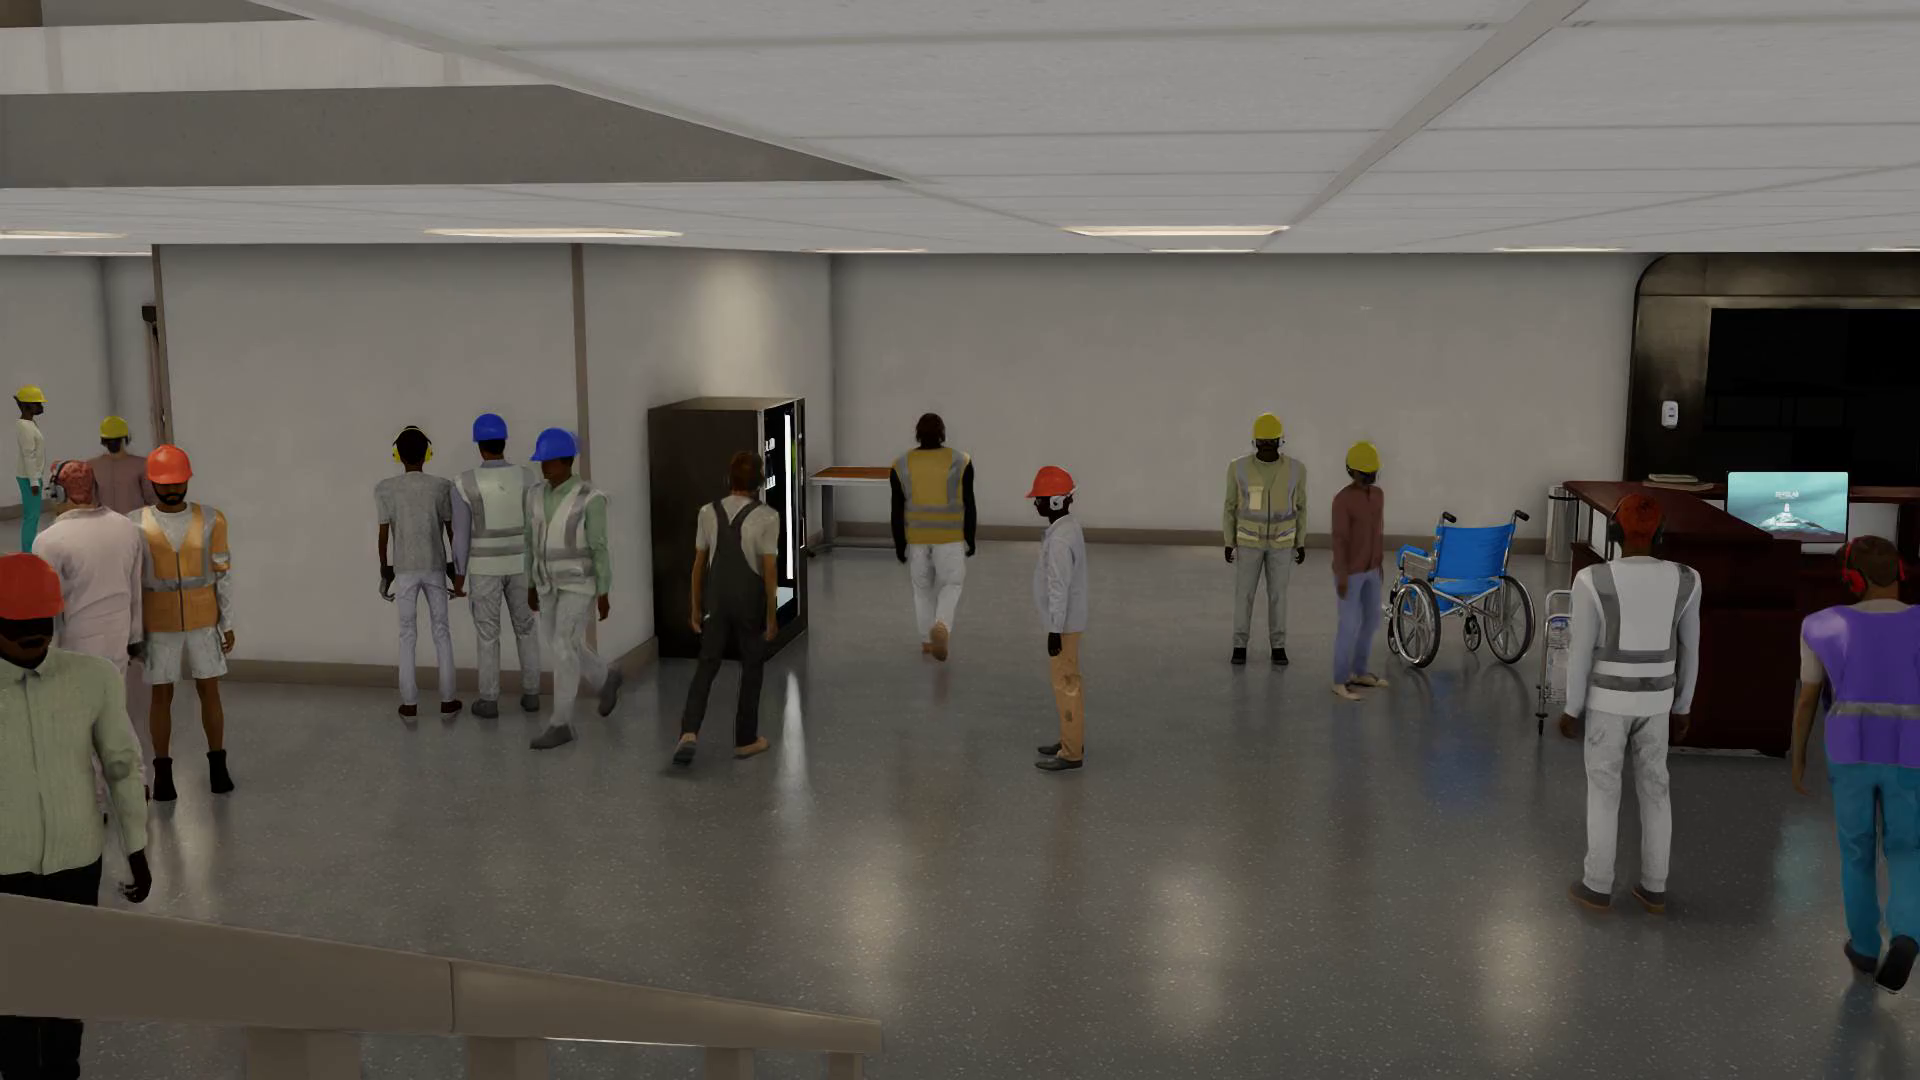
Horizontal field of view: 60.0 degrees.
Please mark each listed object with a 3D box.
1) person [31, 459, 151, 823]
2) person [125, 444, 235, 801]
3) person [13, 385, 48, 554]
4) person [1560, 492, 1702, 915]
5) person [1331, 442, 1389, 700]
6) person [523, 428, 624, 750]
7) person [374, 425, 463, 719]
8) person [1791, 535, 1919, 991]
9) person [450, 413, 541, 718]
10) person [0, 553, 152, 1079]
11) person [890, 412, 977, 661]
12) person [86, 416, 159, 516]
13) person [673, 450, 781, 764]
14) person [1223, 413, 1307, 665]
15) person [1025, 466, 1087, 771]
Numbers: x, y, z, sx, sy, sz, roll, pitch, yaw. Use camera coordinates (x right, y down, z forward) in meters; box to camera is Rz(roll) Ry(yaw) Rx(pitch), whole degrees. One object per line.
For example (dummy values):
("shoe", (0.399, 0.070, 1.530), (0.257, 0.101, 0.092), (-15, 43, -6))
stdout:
("person", (-4.477, 0.531, 8.518), (0.411, 1.901, 0.653), (3, 10, 16))
("person", (-4.198, 0.442, 8.969), (0.546, 1.928, 0.388), (-5, 11, -31))
("person", (-8.864, -0.602, 15.931), (0.337, 1.757, 0.518), (-5, 10, -29))
("person", (2.955, 0.725, 7.353), (0.584, 1.882, 0.337), (0, 9, -3))
("person", (2.682, 0.200, 11.083), (0.671, 1.727, 0.398), (-8, 12, -42))
("person", (-2.360, 0.255, 10.166), (0.623, 1.922, 0.867), (5, 11, 30))
("person", (-3.436, 0.213, 10.586), (0.513, 1.862, 0.328), (-3, 10, -17))
("person", (3.633, 0.892, 6.586), (0.617, 1.808, 0.630), (4, 10, 24))
("person", (-2.938, 0.165, 10.616), (0.602, 1.947, 0.391), (-6, 11, -32))
("person", (-2.889, 1.020, 5.254), (0.661, 1.969, 0.646), (9, 13, 42))
("person", (-0.202, -0.017, 12.124), (0.631, 1.823, 0.737), (1, 9, 8))
("person", (-6.567, -0.110, 12.998), (0.543, 1.711, 0.900), (-2, 9, -11))
("person", (-1.323, 0.406, 9.547), (0.540, 1.818, 0.675), (2, 10, 15))
("person", (2.202, -0.004, 12.010), (0.601, 1.830, 0.404), (1, 9, 4))
("person", (0.549, 0.442, 9.538), (0.360, 1.742, 0.563), (1, 9, 6))
